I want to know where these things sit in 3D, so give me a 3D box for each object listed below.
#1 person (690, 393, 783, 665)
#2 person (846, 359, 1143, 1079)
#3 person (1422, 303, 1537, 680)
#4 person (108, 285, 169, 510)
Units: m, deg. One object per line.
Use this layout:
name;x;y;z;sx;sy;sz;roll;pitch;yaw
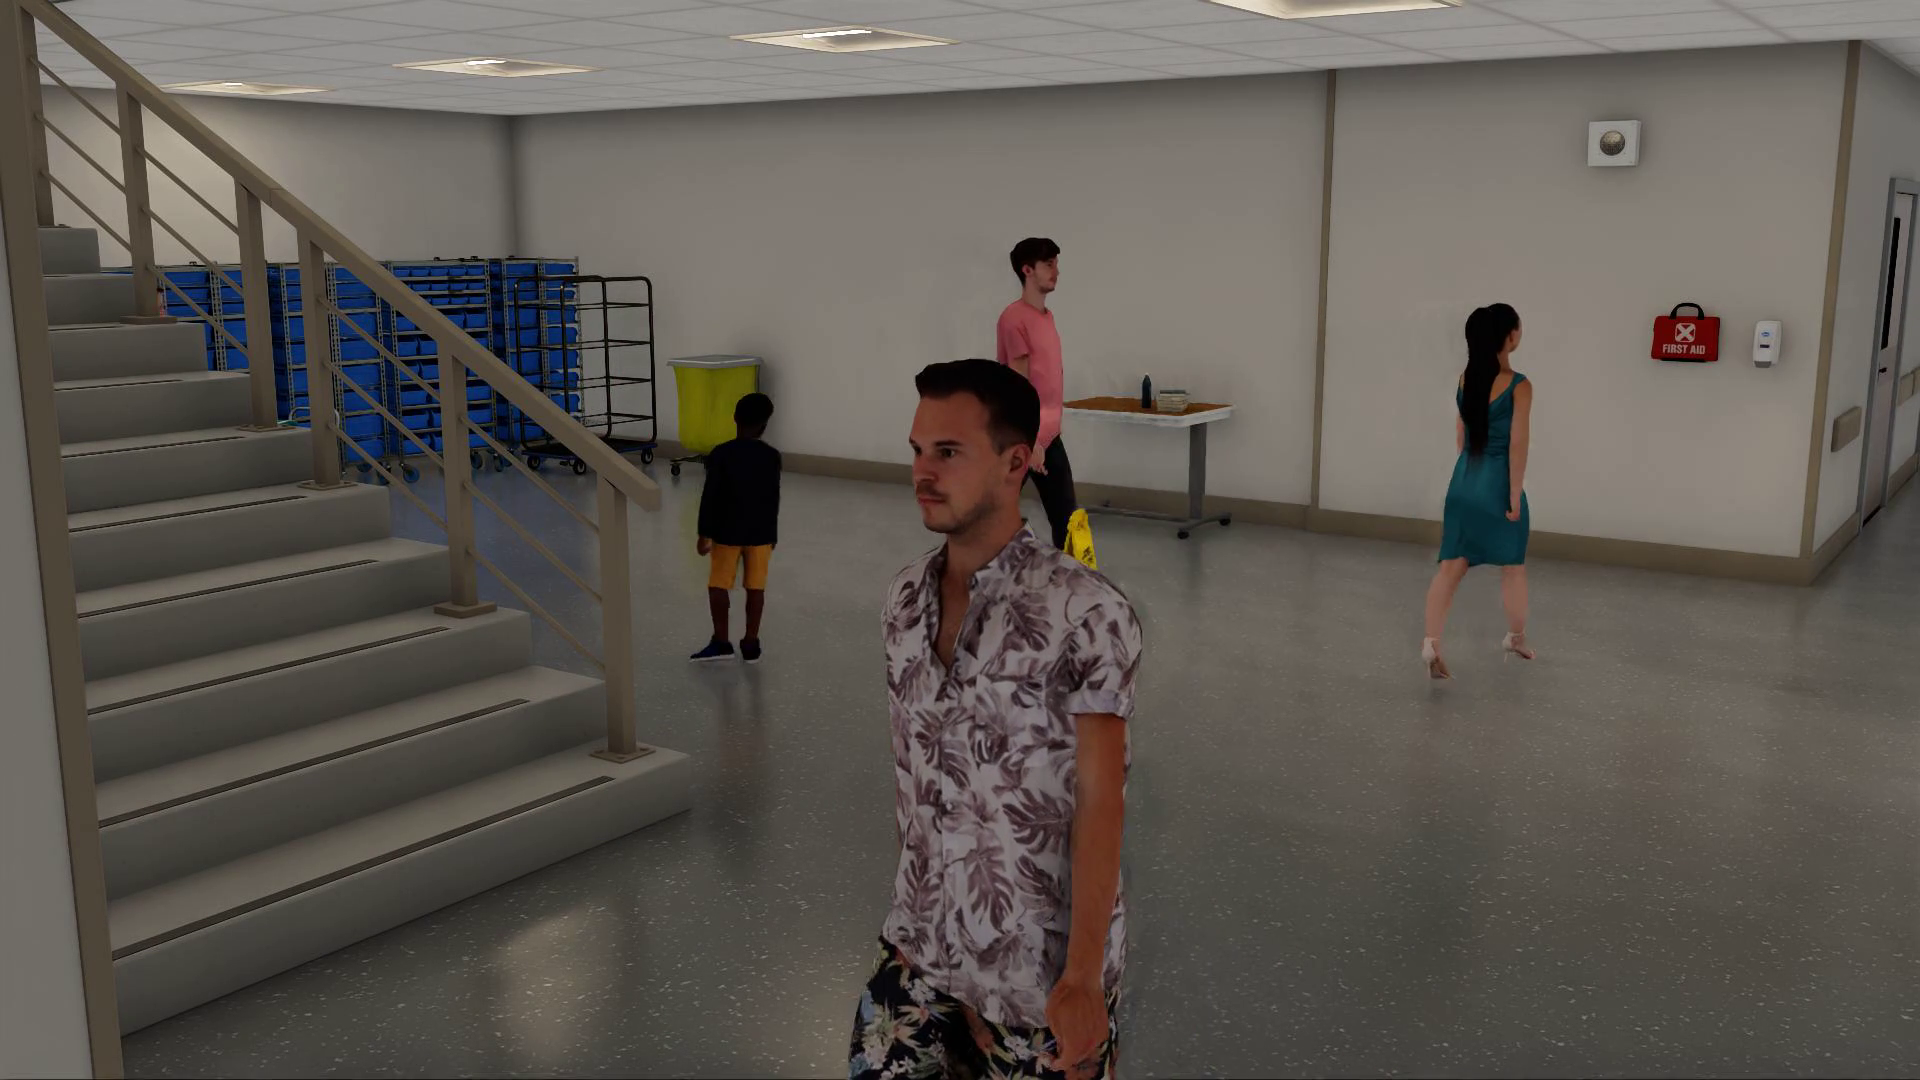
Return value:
person;-1.019;-0.048;7.694;0.710;1.252;0.717;-8;13;-36
person;0.137;0.611;2.768;1.043;1.794;0.775;8;13;37
person;2.227;-0.159;7.240;0.804;1.639;1.017;-9;14;-39
person;-4.095;-0.350;8.036;1.071;1.719;0.843;9;14;41
